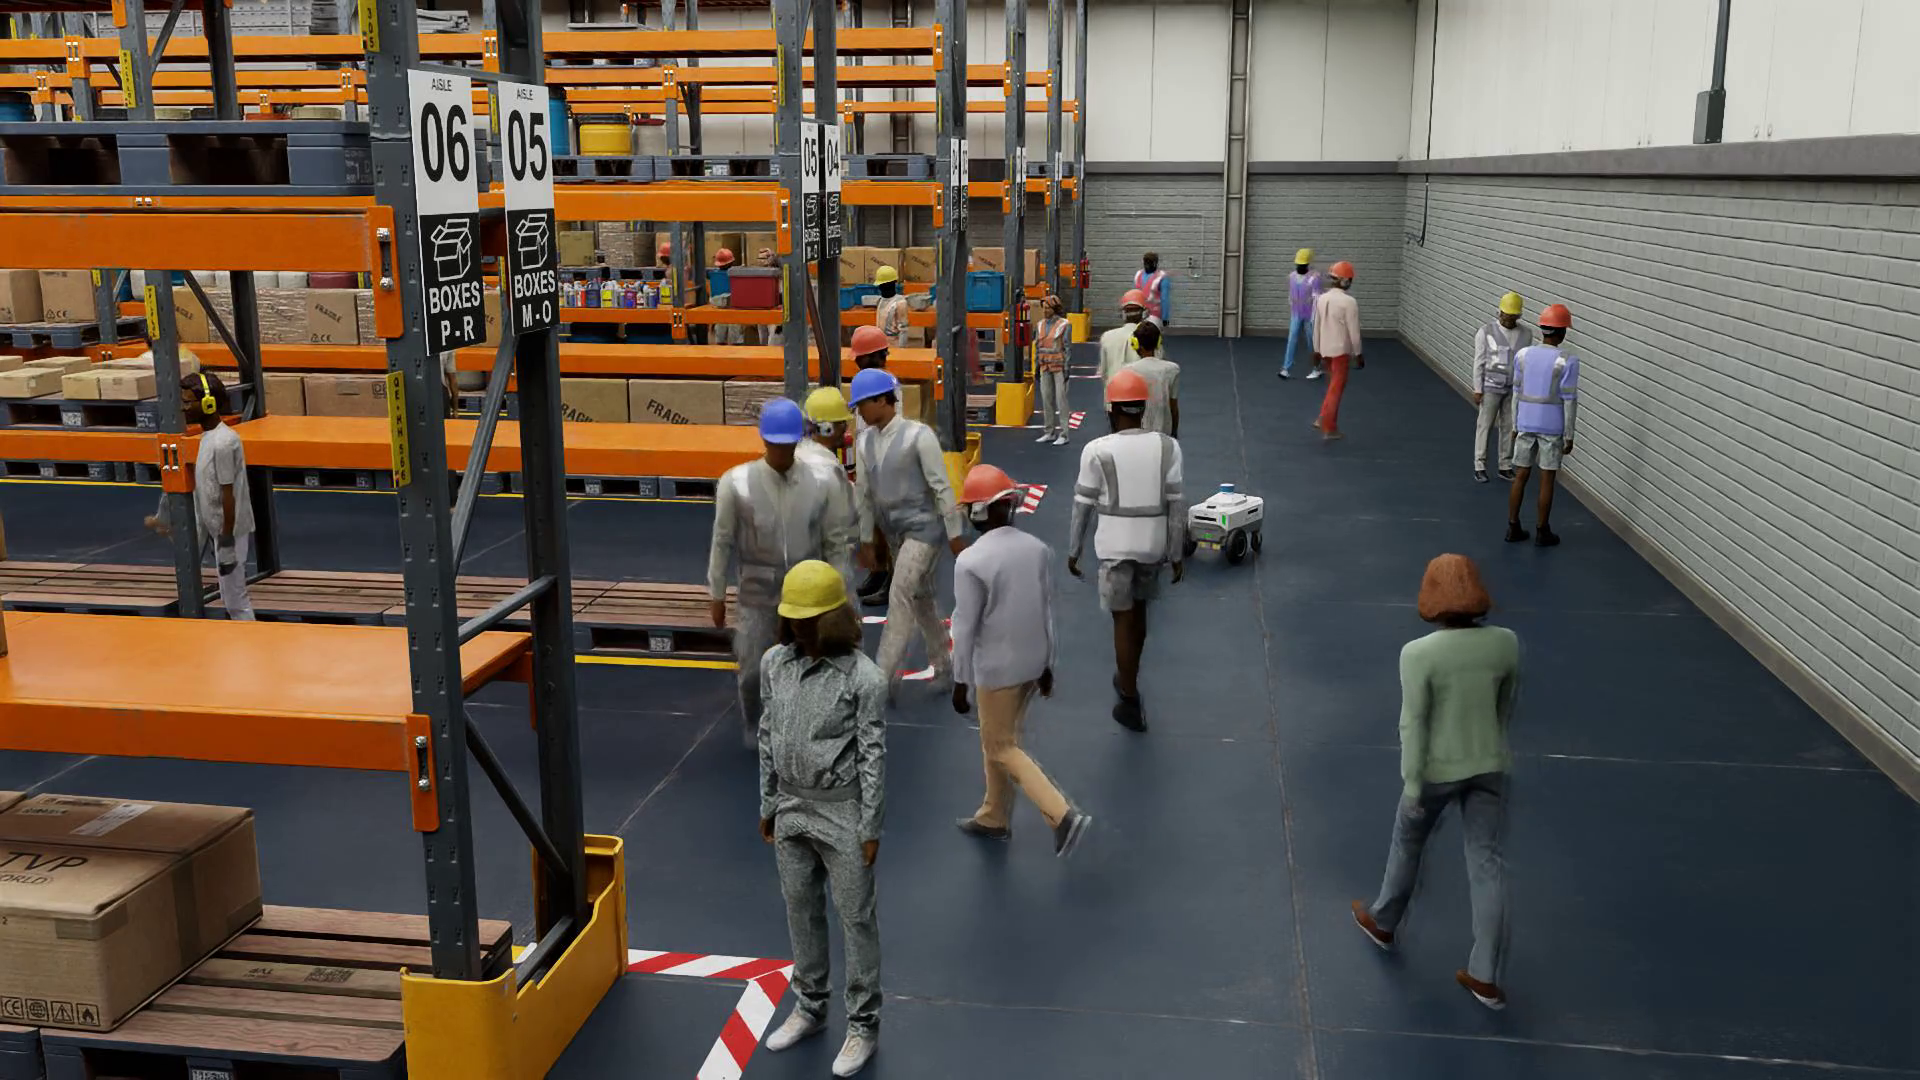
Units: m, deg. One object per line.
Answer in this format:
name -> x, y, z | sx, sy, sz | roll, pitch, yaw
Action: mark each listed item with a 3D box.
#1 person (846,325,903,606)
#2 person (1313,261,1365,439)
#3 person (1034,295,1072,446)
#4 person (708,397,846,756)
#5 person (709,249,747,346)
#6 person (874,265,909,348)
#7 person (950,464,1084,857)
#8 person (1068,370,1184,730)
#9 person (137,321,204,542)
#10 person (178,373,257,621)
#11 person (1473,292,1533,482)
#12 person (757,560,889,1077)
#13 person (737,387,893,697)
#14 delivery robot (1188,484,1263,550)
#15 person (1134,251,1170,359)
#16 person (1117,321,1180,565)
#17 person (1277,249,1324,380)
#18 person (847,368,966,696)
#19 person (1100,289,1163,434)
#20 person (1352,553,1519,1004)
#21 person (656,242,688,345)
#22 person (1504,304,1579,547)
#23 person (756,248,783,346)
person -> -0.584, -0.508, 11.426 | 0.374, 1.928, 0.543 | -5, 13, -20
person -> 4.229, -2.102, 18.496 | 0.440, 1.976, 0.632 | -5, 13, -20
person -> 1.021, -1.859, 18.198 | 0.324, 1.630, 0.524 | -12, 17, -43
person -> -0.886, 0.236, 8.076 | 0.653, 1.920, 0.633 | -3, 13, -14
person -> -3.168, -3.002, 22.687 | 0.546, 1.926, 0.388 | 4, 13, 17
person -> -0.787, -2.122, 18.723 | 0.373, 1.921, 0.585 | -7, 14, -28
person -> 0.265, 0.543, 7.186 | 0.721, 1.715, 0.577 | 10, 16, 37
person -> 0.879, 0.023, 9.083 | 0.577, 1.897, 0.879 | -2, 13, -11
person -> -6.442, -0.882, 13.391 | 0.700, 1.826, 0.639 | 4, 13, 18
person -> -4.152, -0.017, 9.377 | 0.327, 1.861, 0.499 | -8, 15, -32
person -> 5.214, -1.462, 15.969 | 0.587, 1.822, 0.403 | -2, 13, -8
person -> -0.464, 0.905, 5.488 | 0.485, 1.736, 0.330 | 7, 14, 29
person -> -0.823, 0.045, 9.228 | 0.806, 1.806, 0.595 | -6, 14, -23
delivery robot -> 2.070, -0.195, 12.921 | 0.477, 0.478, 0.707 | 9, 15, 35
person -> 2.813, -3.315, 24.340 | 0.724, 1.817, 0.627 | -11, 16, -39
person -> 1.412, -0.729, 12.606 | 0.496, 1.853, 0.372 | -2, 13, -10
person -> 4.899, -3.210, 23.762 | 1.008, 1.869, 0.620 | -11, 17, -41
person -> -0.349, -0.012, 9.301 | 0.843, 1.879, 0.660 | -9, 15, -36
person -> 1.464, -1.162, 14.292 | 0.637, 1.963, 0.664 | 7, 14, 29
person -> 1.779, 0.832, 6.136 | 0.507, 1.596, 0.811 | -3, 13, -14
person -> -4.146, -3.290, 23.891 | 0.587, 1.963, 0.721 | 2, 13, 7
person -> 4.645, -0.904, 13.225 | 0.376, 1.932, 0.544 | -11, 17, -41
person -> -2.693, -3.150, 23.427 | 0.399, 1.900, 0.647 | -11, 16, -40
